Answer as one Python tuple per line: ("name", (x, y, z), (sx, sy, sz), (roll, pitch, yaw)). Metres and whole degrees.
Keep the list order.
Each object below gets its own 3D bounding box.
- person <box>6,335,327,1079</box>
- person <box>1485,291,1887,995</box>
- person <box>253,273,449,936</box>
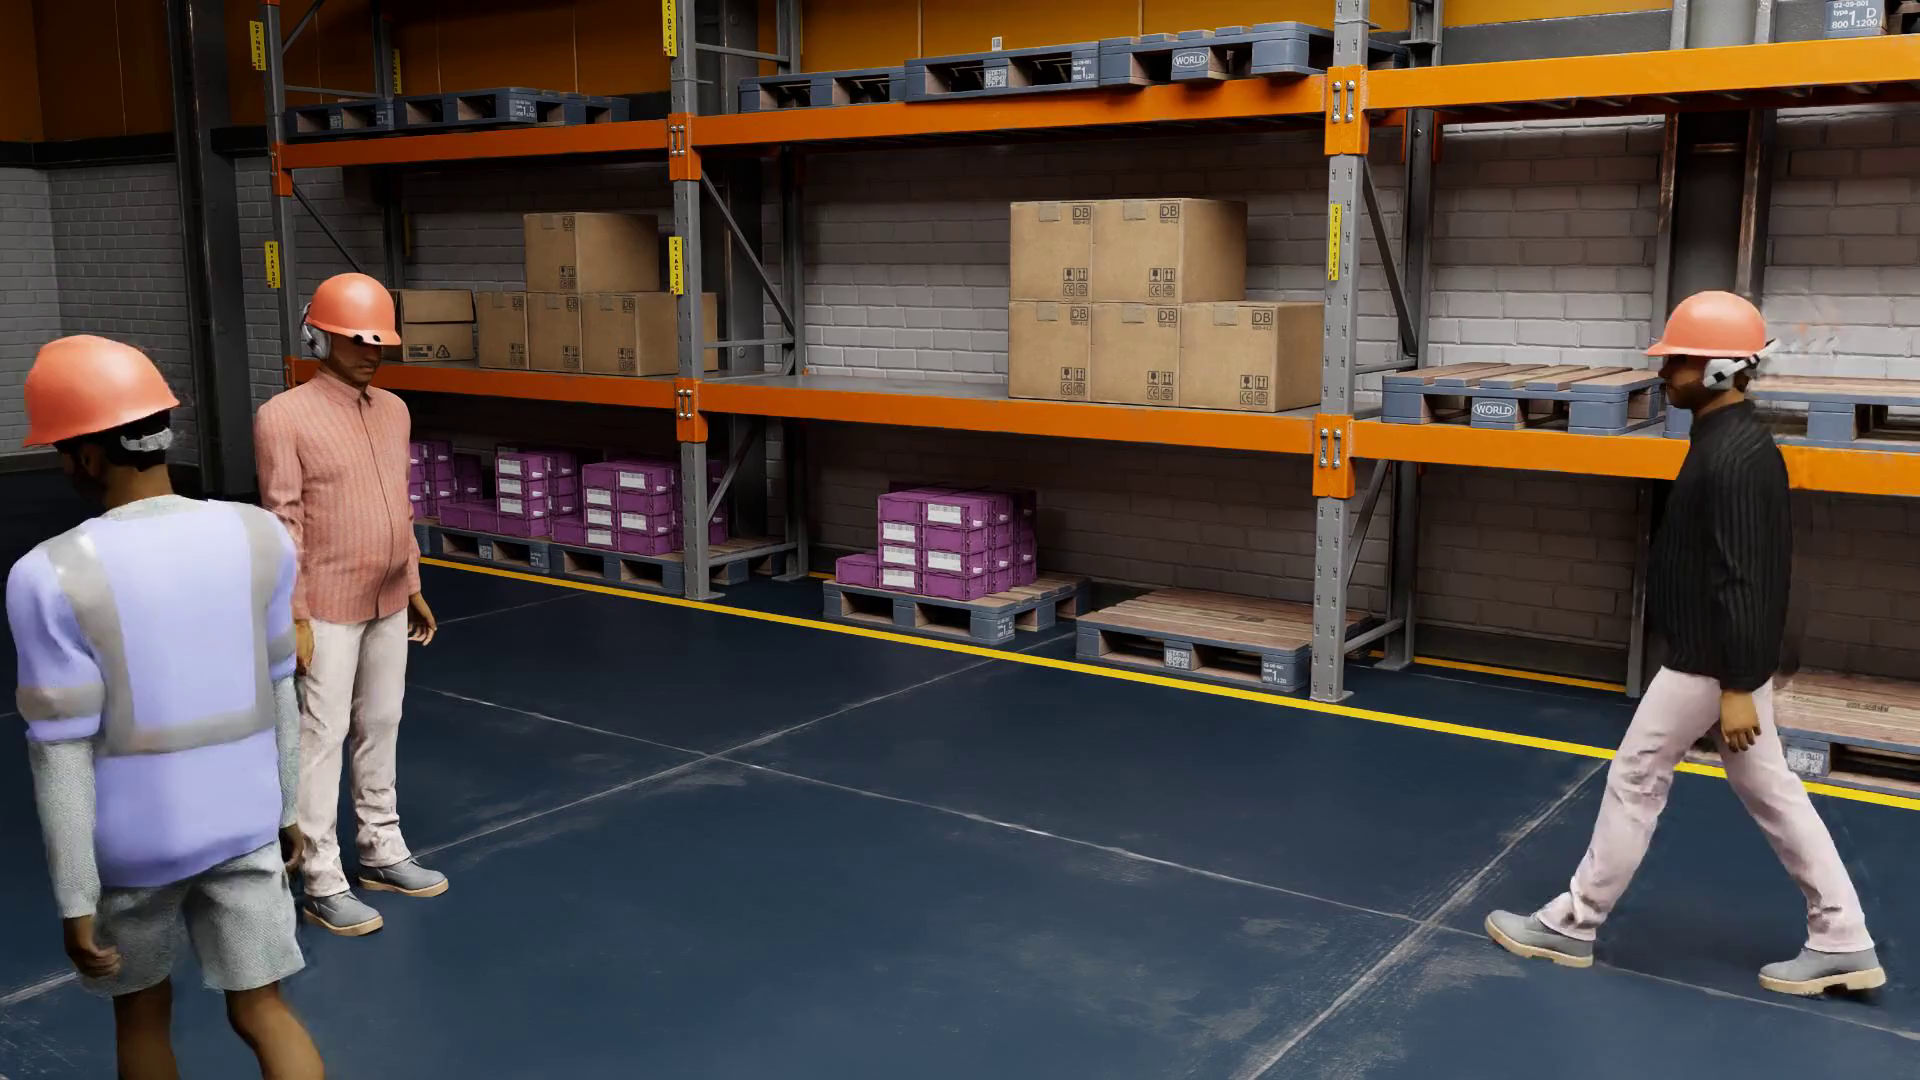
("person", (-1.456, 0.561, 3.168), (0.873, 1.894, 0.546), (9, 13, 42))
("person", (2.082, 0.295, 4.578), (1.039, 1.949, 0.646), (5, 11, 28))
("person", (-1.844, 0.186, 5.095), (0.393, 1.985, 0.611), (4, 10, 21))
